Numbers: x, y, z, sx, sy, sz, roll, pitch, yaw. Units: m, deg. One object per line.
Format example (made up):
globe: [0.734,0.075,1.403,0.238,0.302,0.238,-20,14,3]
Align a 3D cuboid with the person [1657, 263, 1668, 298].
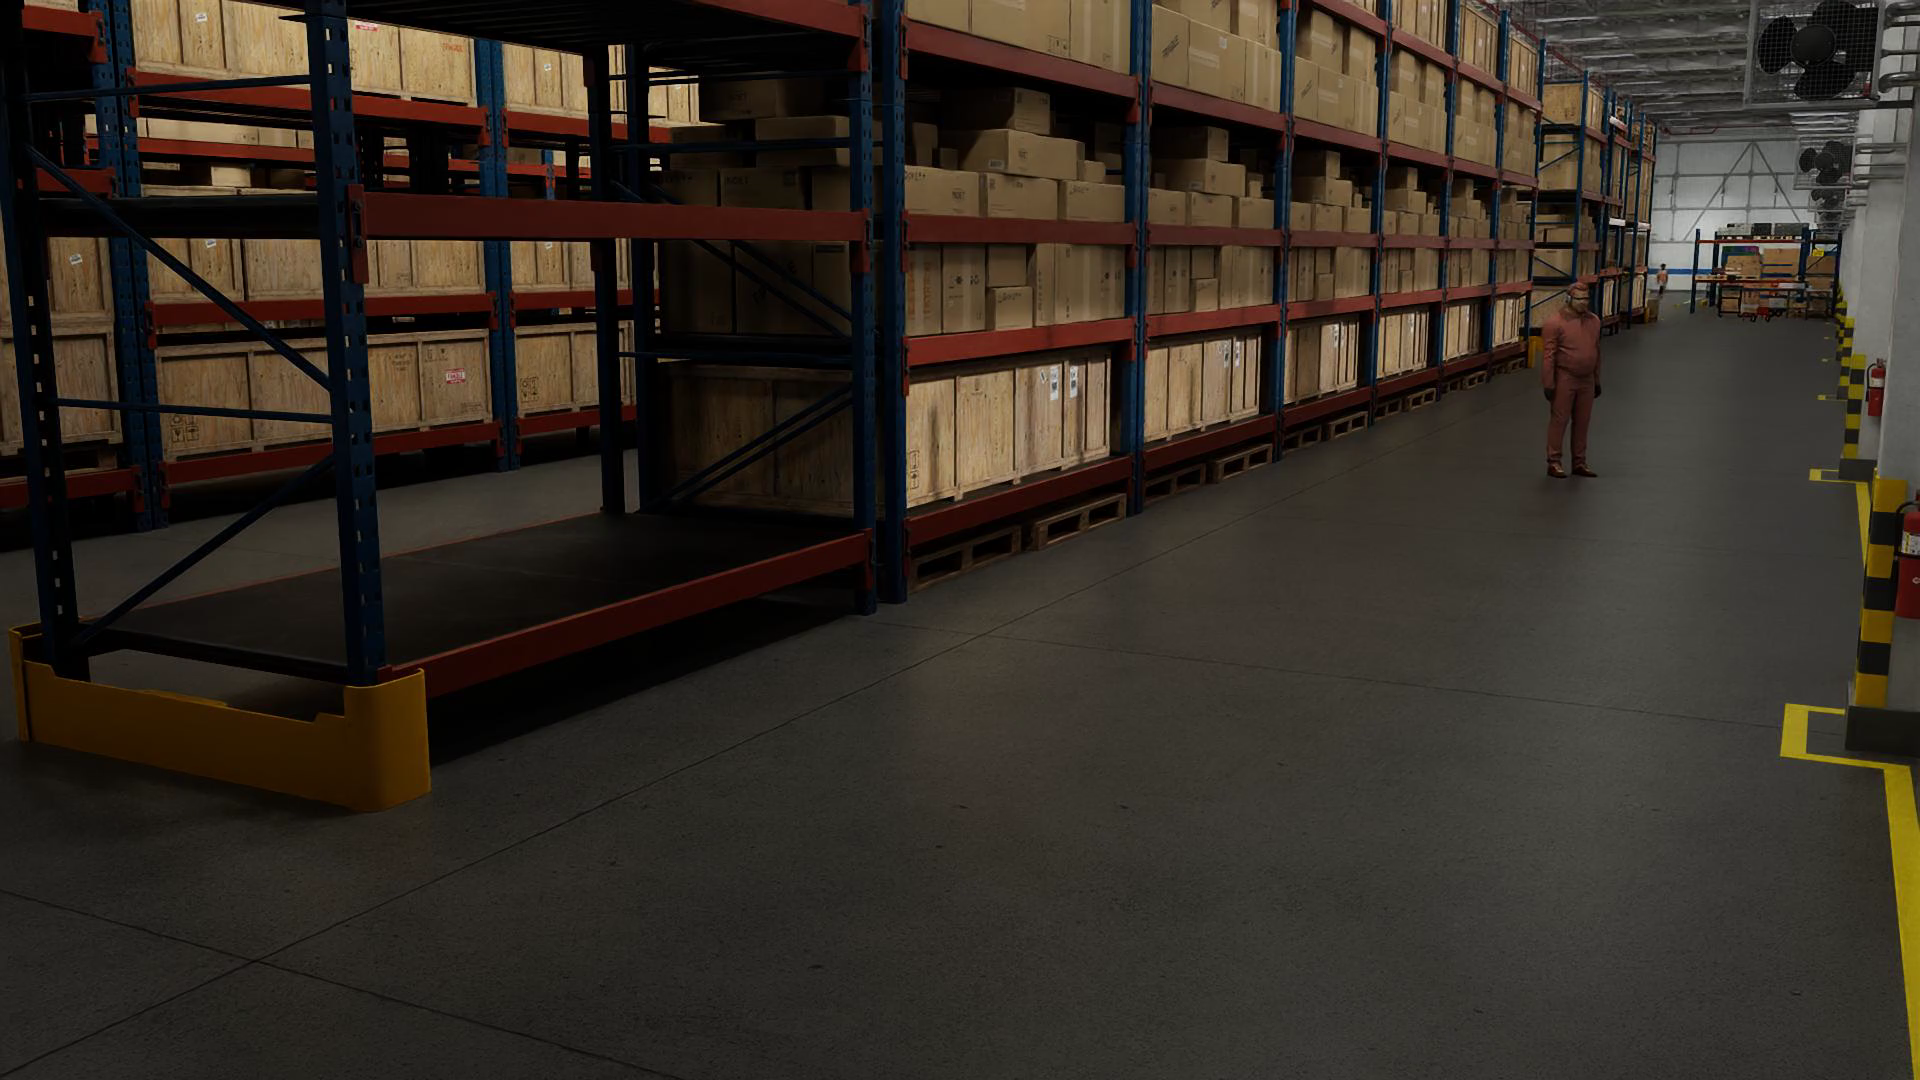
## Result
person: [33.838,-12.501,80.174,0.540,1.677,0.521,-1,10,-6]

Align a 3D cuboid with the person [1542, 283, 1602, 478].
person: [5.943,-1.540,16.132,0.653,1.894,0.401,-3,10,-19]
